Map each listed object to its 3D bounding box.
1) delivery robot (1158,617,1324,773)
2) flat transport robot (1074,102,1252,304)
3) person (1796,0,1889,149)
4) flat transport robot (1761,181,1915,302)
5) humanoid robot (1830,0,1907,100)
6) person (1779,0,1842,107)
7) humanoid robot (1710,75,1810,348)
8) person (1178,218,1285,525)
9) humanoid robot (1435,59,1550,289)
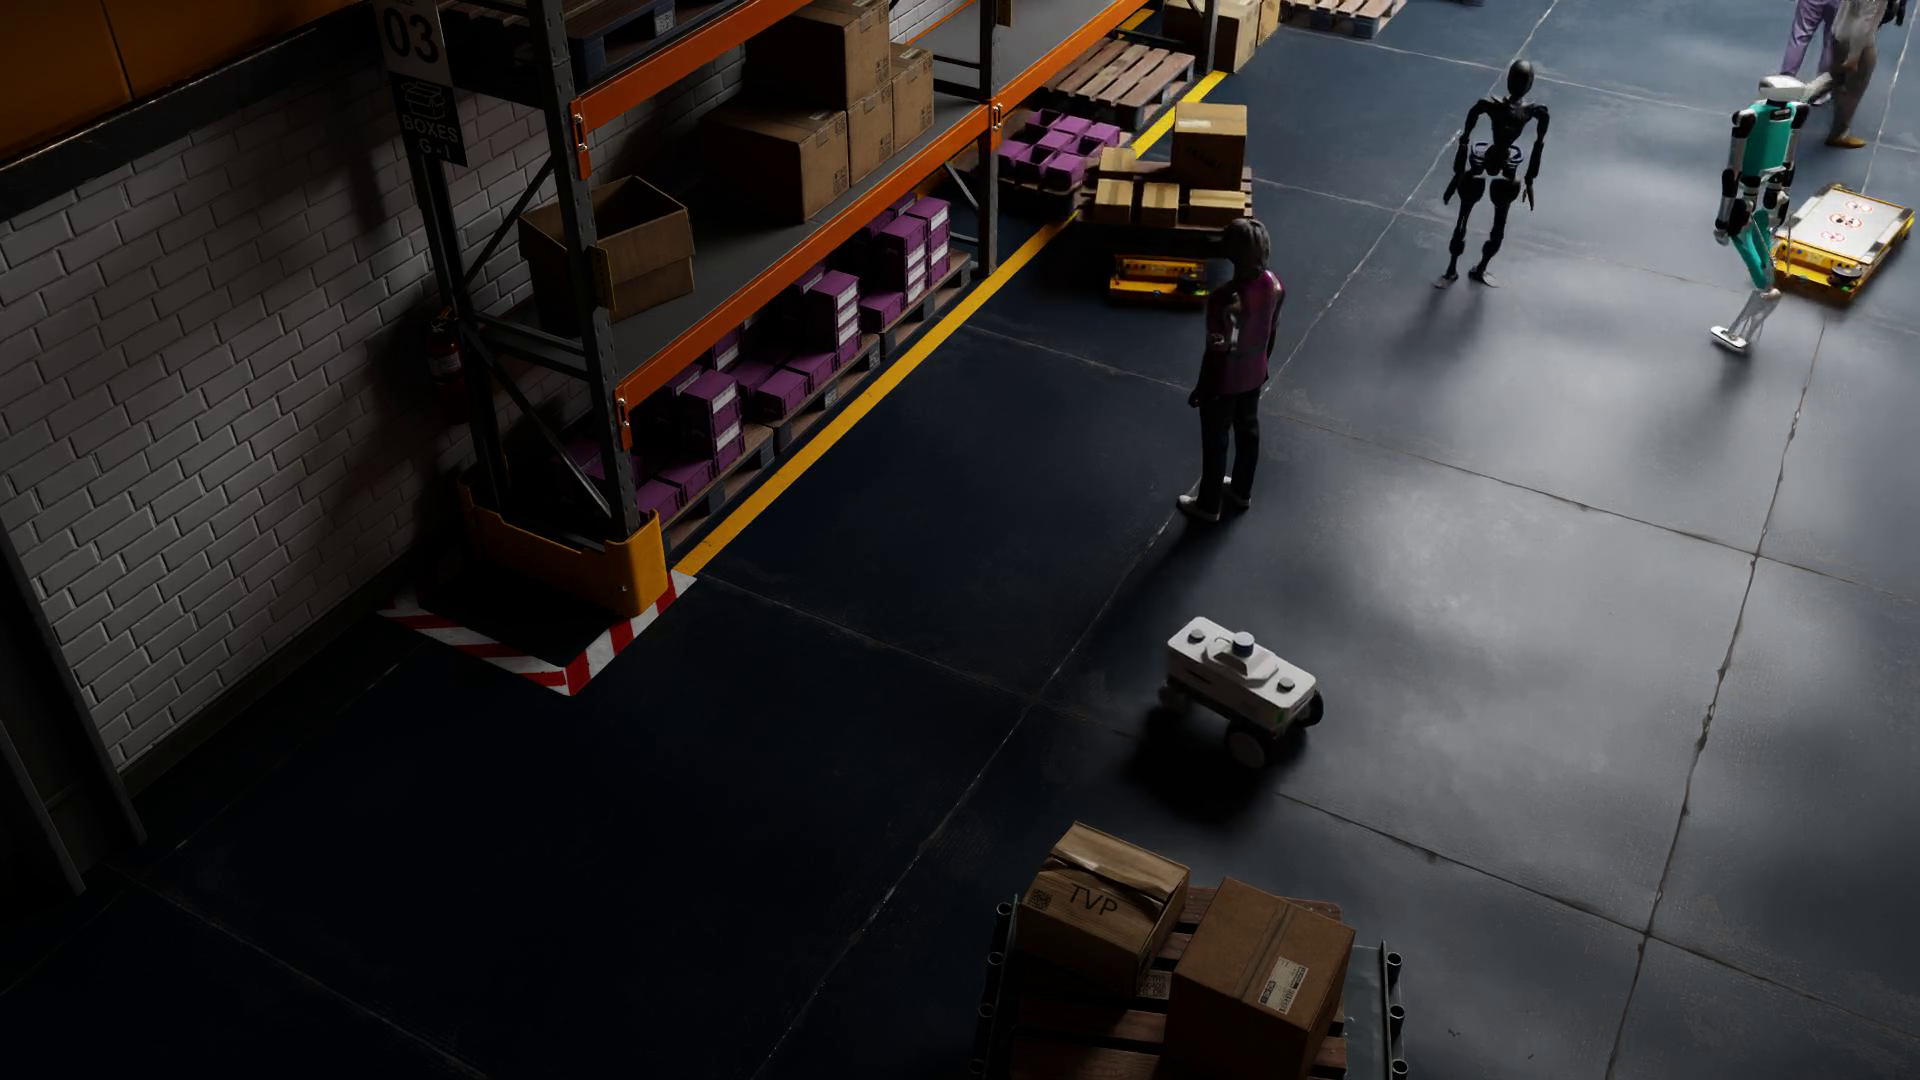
[{"bbox_3d":[1.370,0.718,8.108,0.817,0.614,0.499,29,47,31],"label":"delivery robot"},{"bbox_3d":[1.446,-2.135,11.888,0.659,0.231,1.431,5,39,6],"label":"flat transport robot"},{"bbox_3d":[6.865,-3.901,12.818,0.707,1.860,0.576,1,39,1],"label":"person"},{"bbox_3d":[6.291,-2.157,11.916,0.659,0.231,1.431,28,46,30],"label":"flat transport robot"},{"bbox_3d":[7.534,-4.483,13.726,0.637,1.640,0.625,7,39,9],"label":"humanoid robot"},{"bbox_3d":[7.094,-4.488,13.525,0.641,1.902,0.402,18,42,21],"label":"person"},{"bbox_3d":[5.121,-1.938,10.551,0.543,1.860,0.781,-14,41,-17],"label":"humanoid robot"},{"bbox_3d":[1.486,-0.910,9.093,0.529,1.846,0.327,-22,44,-25],"label":"person"},{"bbox_3d":[3.570,-2.443,11.148,0.601,1.647,0.354,5,39,6],"label":"humanoid robot"}]
